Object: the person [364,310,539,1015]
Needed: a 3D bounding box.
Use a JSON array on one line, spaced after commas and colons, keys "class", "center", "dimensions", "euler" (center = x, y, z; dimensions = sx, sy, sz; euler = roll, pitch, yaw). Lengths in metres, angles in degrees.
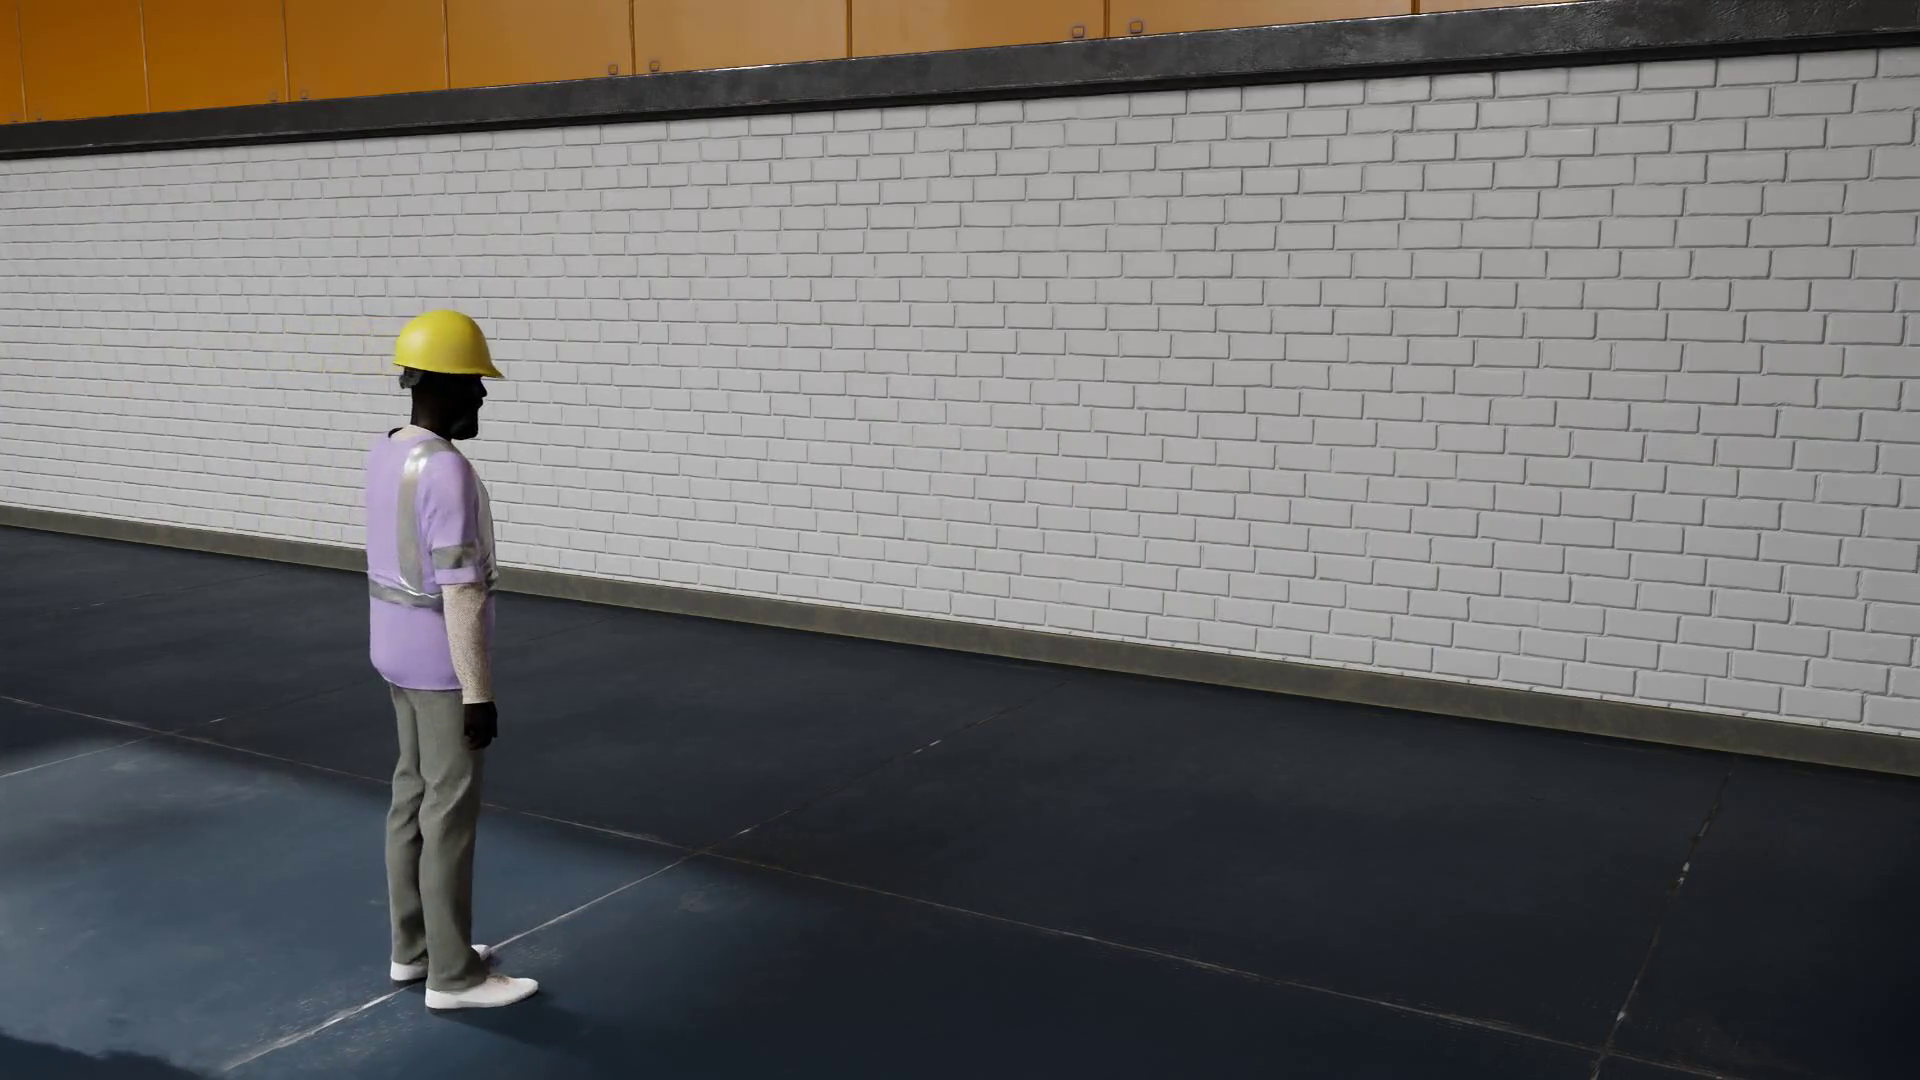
[{"class": "person", "center": [-1.419, 0.332, 4.608], "dimensions": [0.386, 1.922, 0.594], "euler": [-7, 11, -37]}]
